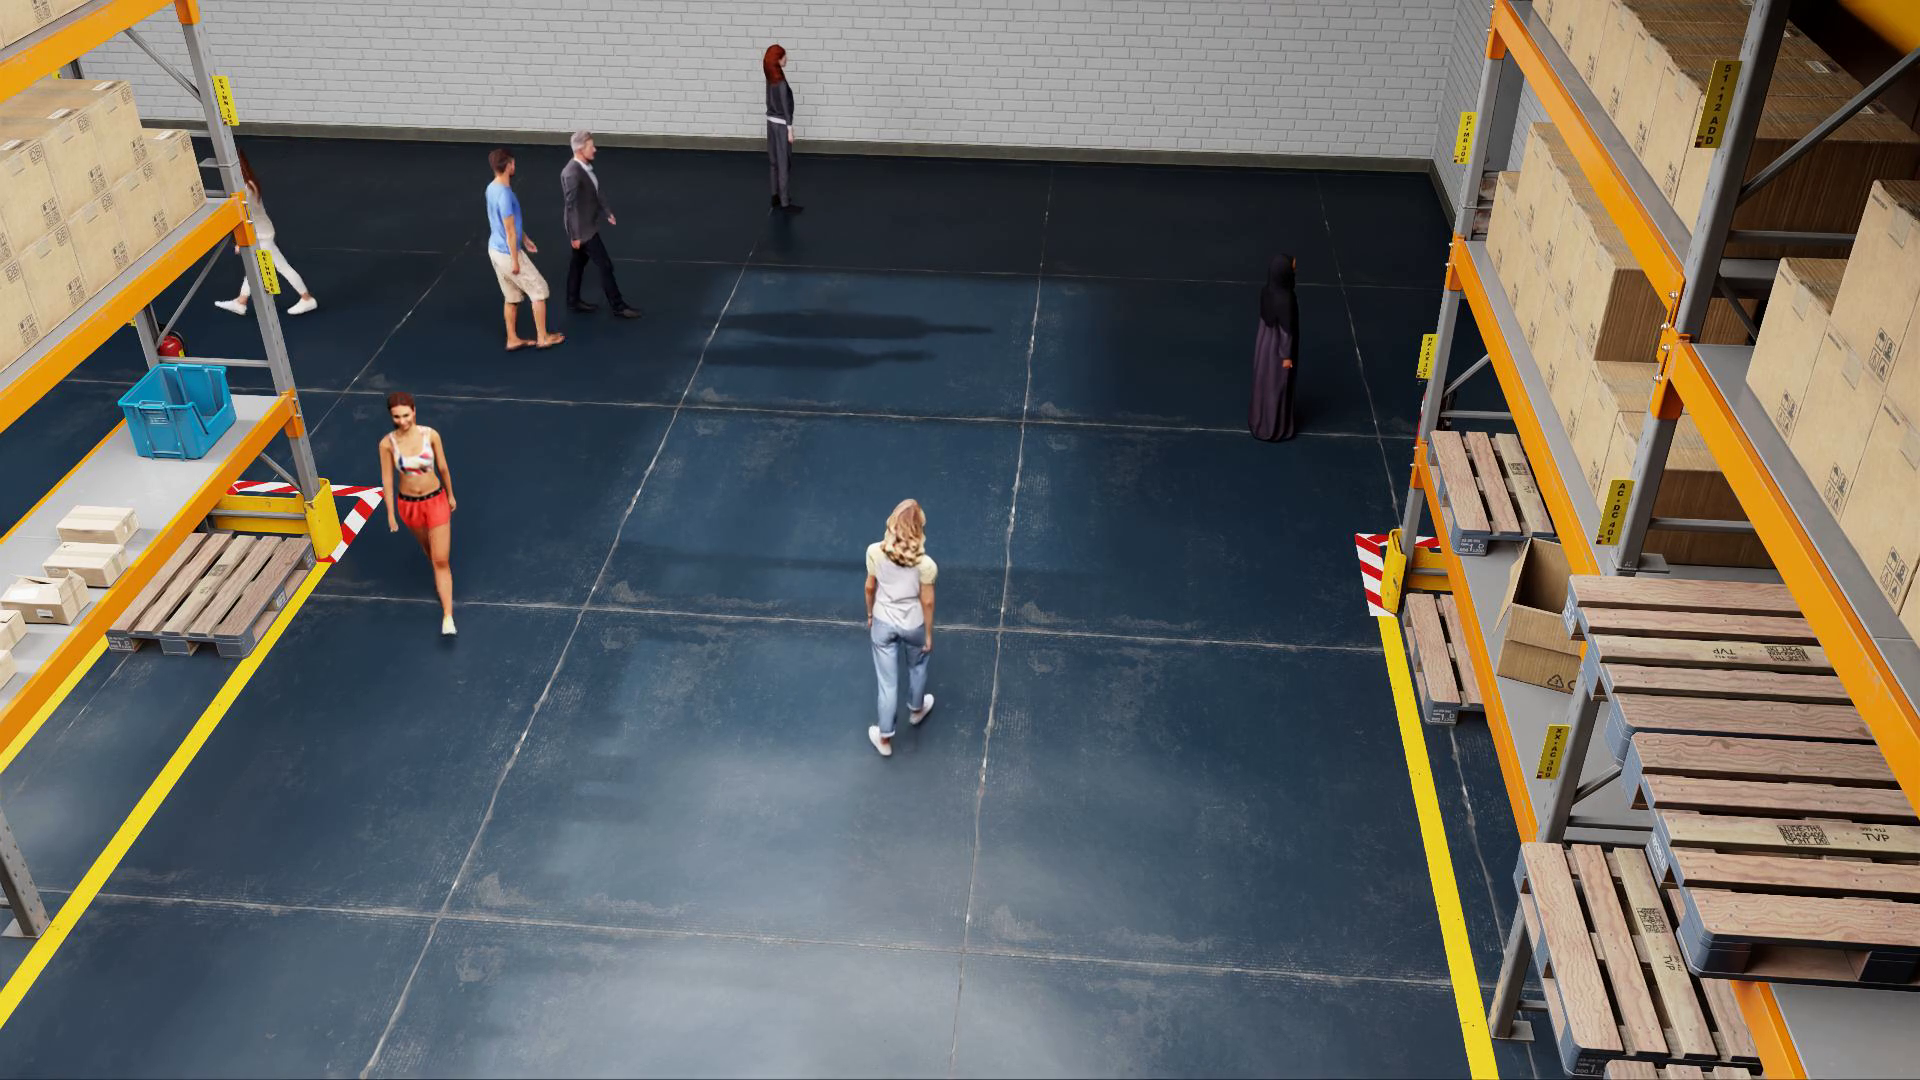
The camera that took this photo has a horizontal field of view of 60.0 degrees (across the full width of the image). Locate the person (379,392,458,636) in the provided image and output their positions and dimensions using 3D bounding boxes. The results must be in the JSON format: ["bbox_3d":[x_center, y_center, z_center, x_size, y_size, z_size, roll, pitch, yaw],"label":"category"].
[{"bbox_3d":[-3.721,-0.263,11.524,0.883,1.745,1.209,-9,35,-13],"label":"person"}]

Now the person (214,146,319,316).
[{"bbox_3d":[-6.409,-2.831,15.461,0.966,1.665,1.139,-11,35,-16],"label":"person"}]

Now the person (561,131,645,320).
[{"bbox_3d":[-3.567,-2.904,15.443,0.898,1.806,0.972,-4,34,-6],"label":"person"}]

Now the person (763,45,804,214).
[{"bbox_3d":[-1.914,-4.376,17.680,0.716,1.780,0.618,-19,38,-26],"label":"person"}]

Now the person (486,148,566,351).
[{"bbox_3d":[-4.113,-2.544,14.878,0.944,1.832,0.884,-19,38,-26],"label":"person"}]

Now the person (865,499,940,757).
[{"bbox_3d":[-0.389,0.576,10.310,0.684,1.692,0.886,5,34,7],"label":"person"}]

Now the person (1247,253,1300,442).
[{"bbox_3d":[2.595,-1.598,13.651,0.727,1.614,0.621,-7,34,-11],"label":"person"}]
